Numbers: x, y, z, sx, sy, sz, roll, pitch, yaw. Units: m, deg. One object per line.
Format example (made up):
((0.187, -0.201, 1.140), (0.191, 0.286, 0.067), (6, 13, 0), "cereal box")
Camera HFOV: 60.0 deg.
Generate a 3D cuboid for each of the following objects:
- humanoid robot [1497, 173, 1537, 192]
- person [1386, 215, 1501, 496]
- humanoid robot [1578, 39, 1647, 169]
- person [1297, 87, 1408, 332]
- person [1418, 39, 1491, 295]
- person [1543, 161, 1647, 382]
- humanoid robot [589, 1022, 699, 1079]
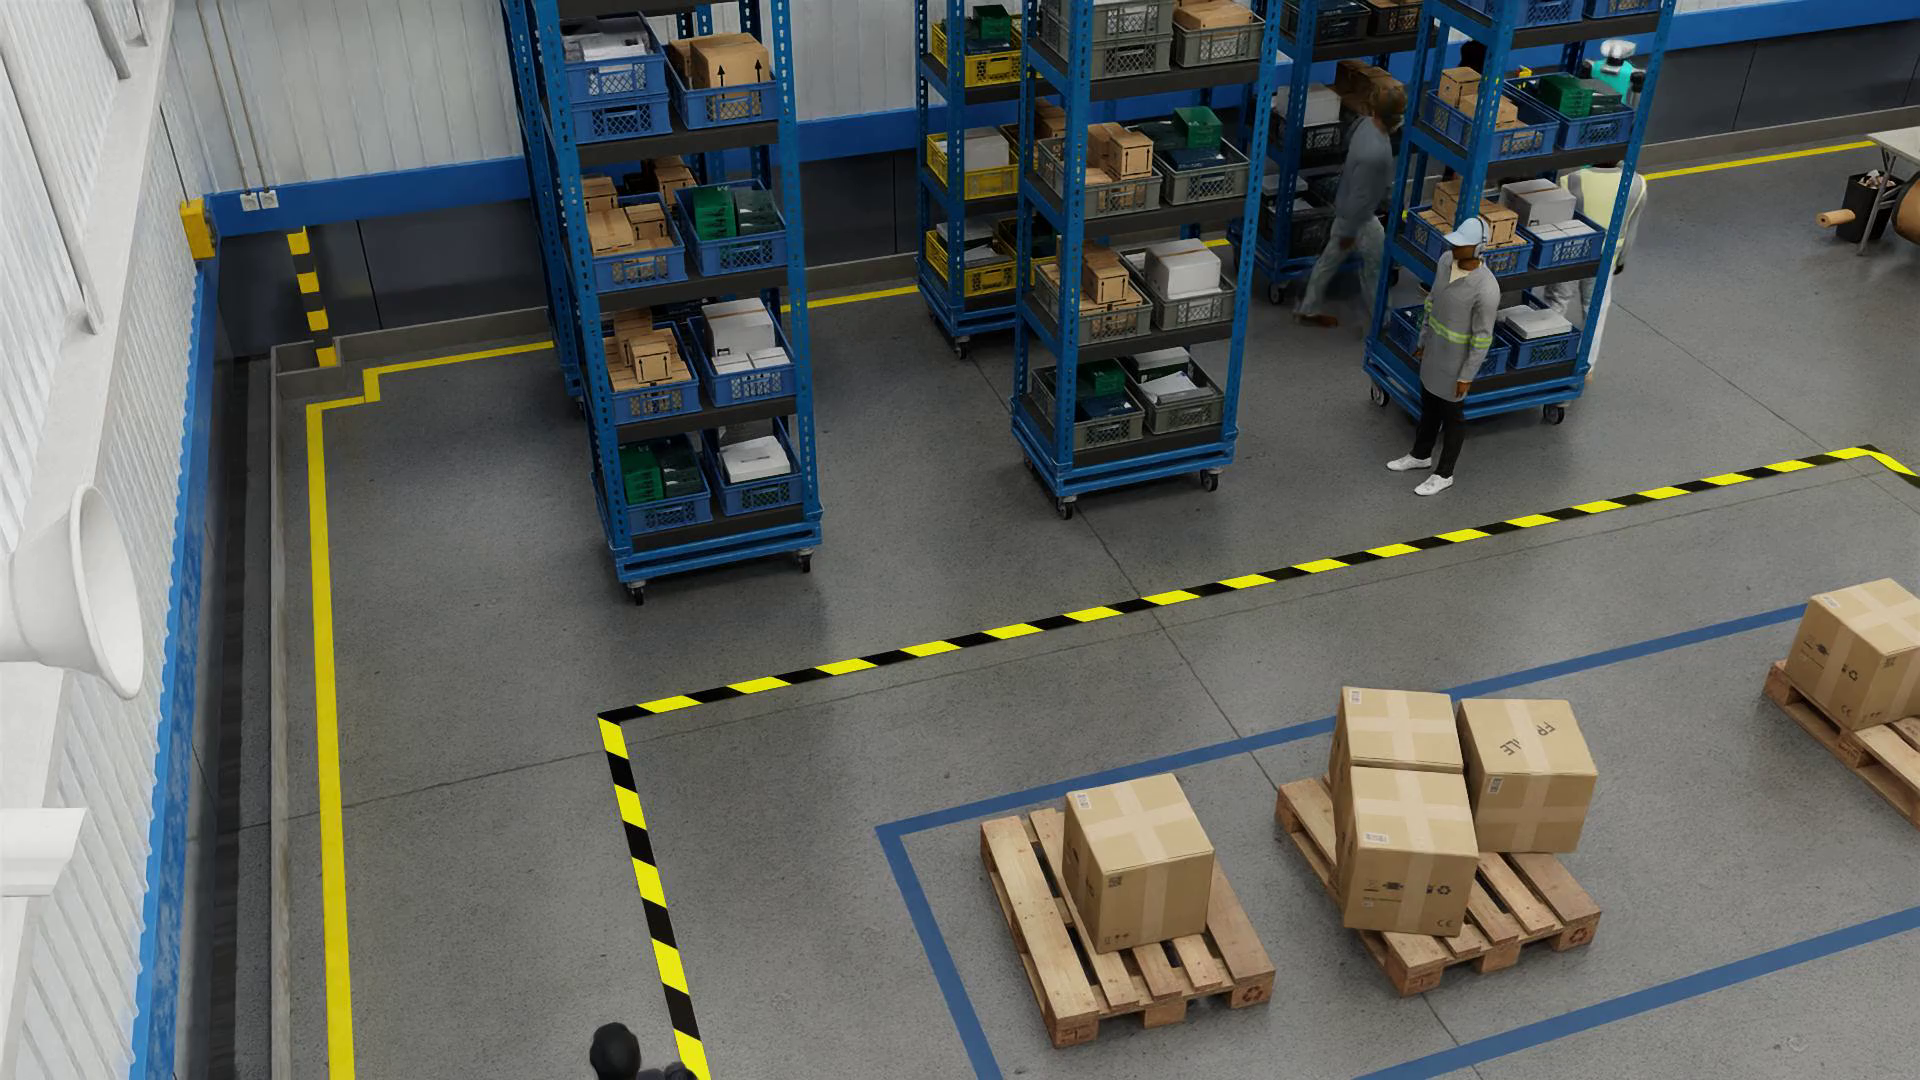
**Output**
((3.950, -2.186, 11.978), (0.634, 1.630, 0.617), (5, 35, 6), "humanoid robot")
((3.015, -1.143, 10.302), (0.366, 1.852, 0.589), (-12, 37, -16), "person")
((5.196, -3.203, 13.347), (0.540, 1.750, 1.036), (23, 41, 29), "humanoid robot")
((2.995, -2.335, 11.961), (0.991, 1.893, 0.646), (3, 35, 4), "person")
((3.804, -2.805, 12.580), (0.394, 1.953, 0.617), (24, 42, 30), "person")
((4.286, -1.944, 11.459), (0.632, 1.836, 0.429), (3, 35, 4), "person")
((-1.070, 2.264, 5.649), (0.599, 1.633, 0.696), (-18, 39, -24), "humanoid robot")
